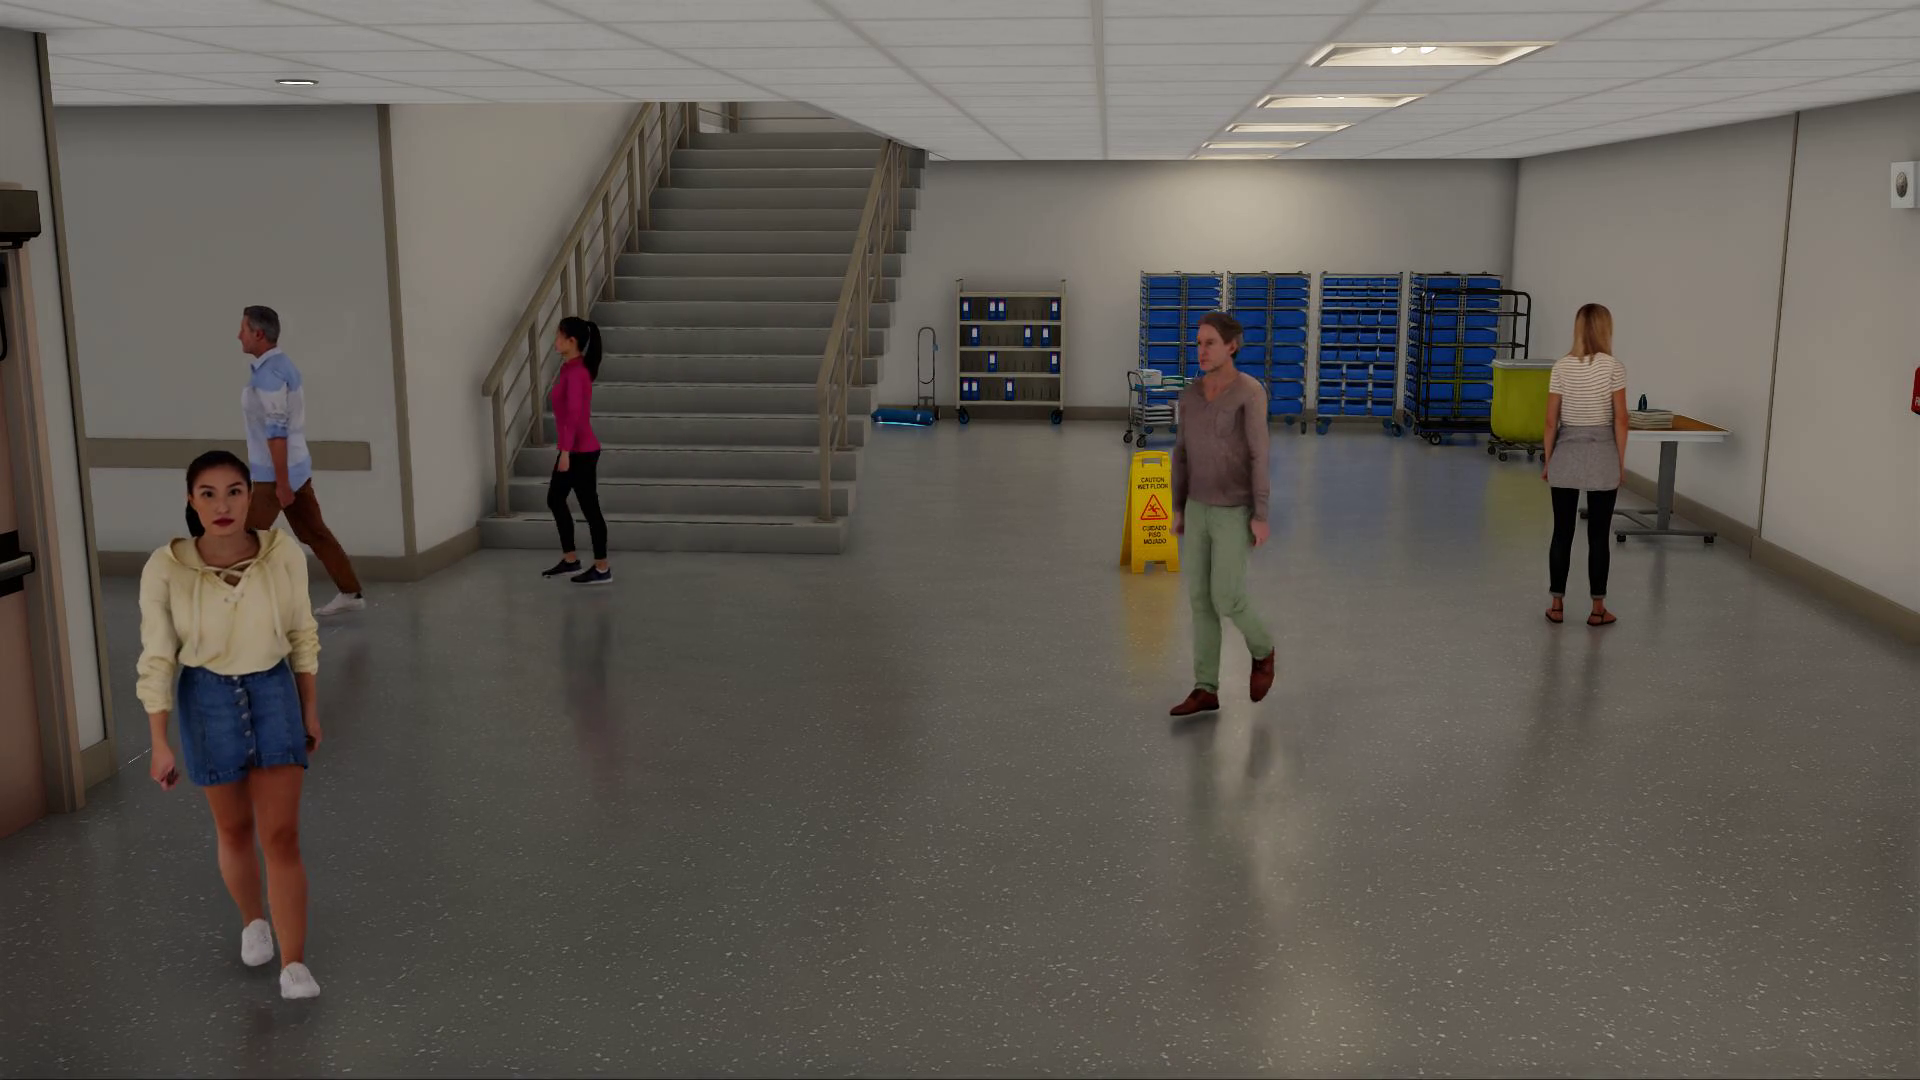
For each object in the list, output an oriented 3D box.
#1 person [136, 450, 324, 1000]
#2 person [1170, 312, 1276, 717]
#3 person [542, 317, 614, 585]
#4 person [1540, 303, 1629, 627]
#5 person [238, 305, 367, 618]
[{"bbox_3d":[-2.167,0.534,4.993,0.957,1.604,1.093,-5,12,-26],"label":"person"},{"bbox_3d":[1.265,-0.114,7.710,1.016,1.864,0.951,-10,15,-42],"label":"person"},{"bbox_3d":[-2.314,-0.553,10.487,0.769,1.691,0.704,-3,11,-15],"label":"person"},{"bbox_3d":[3.552,-0.426,9.462,0.685,1.824,0.672,6,12,29],"label":"person"},{"bbox_3d":[-3.726,-0.378,9.329,0.979,1.779,1.188,-2,11,-11],"label":"person"}]
